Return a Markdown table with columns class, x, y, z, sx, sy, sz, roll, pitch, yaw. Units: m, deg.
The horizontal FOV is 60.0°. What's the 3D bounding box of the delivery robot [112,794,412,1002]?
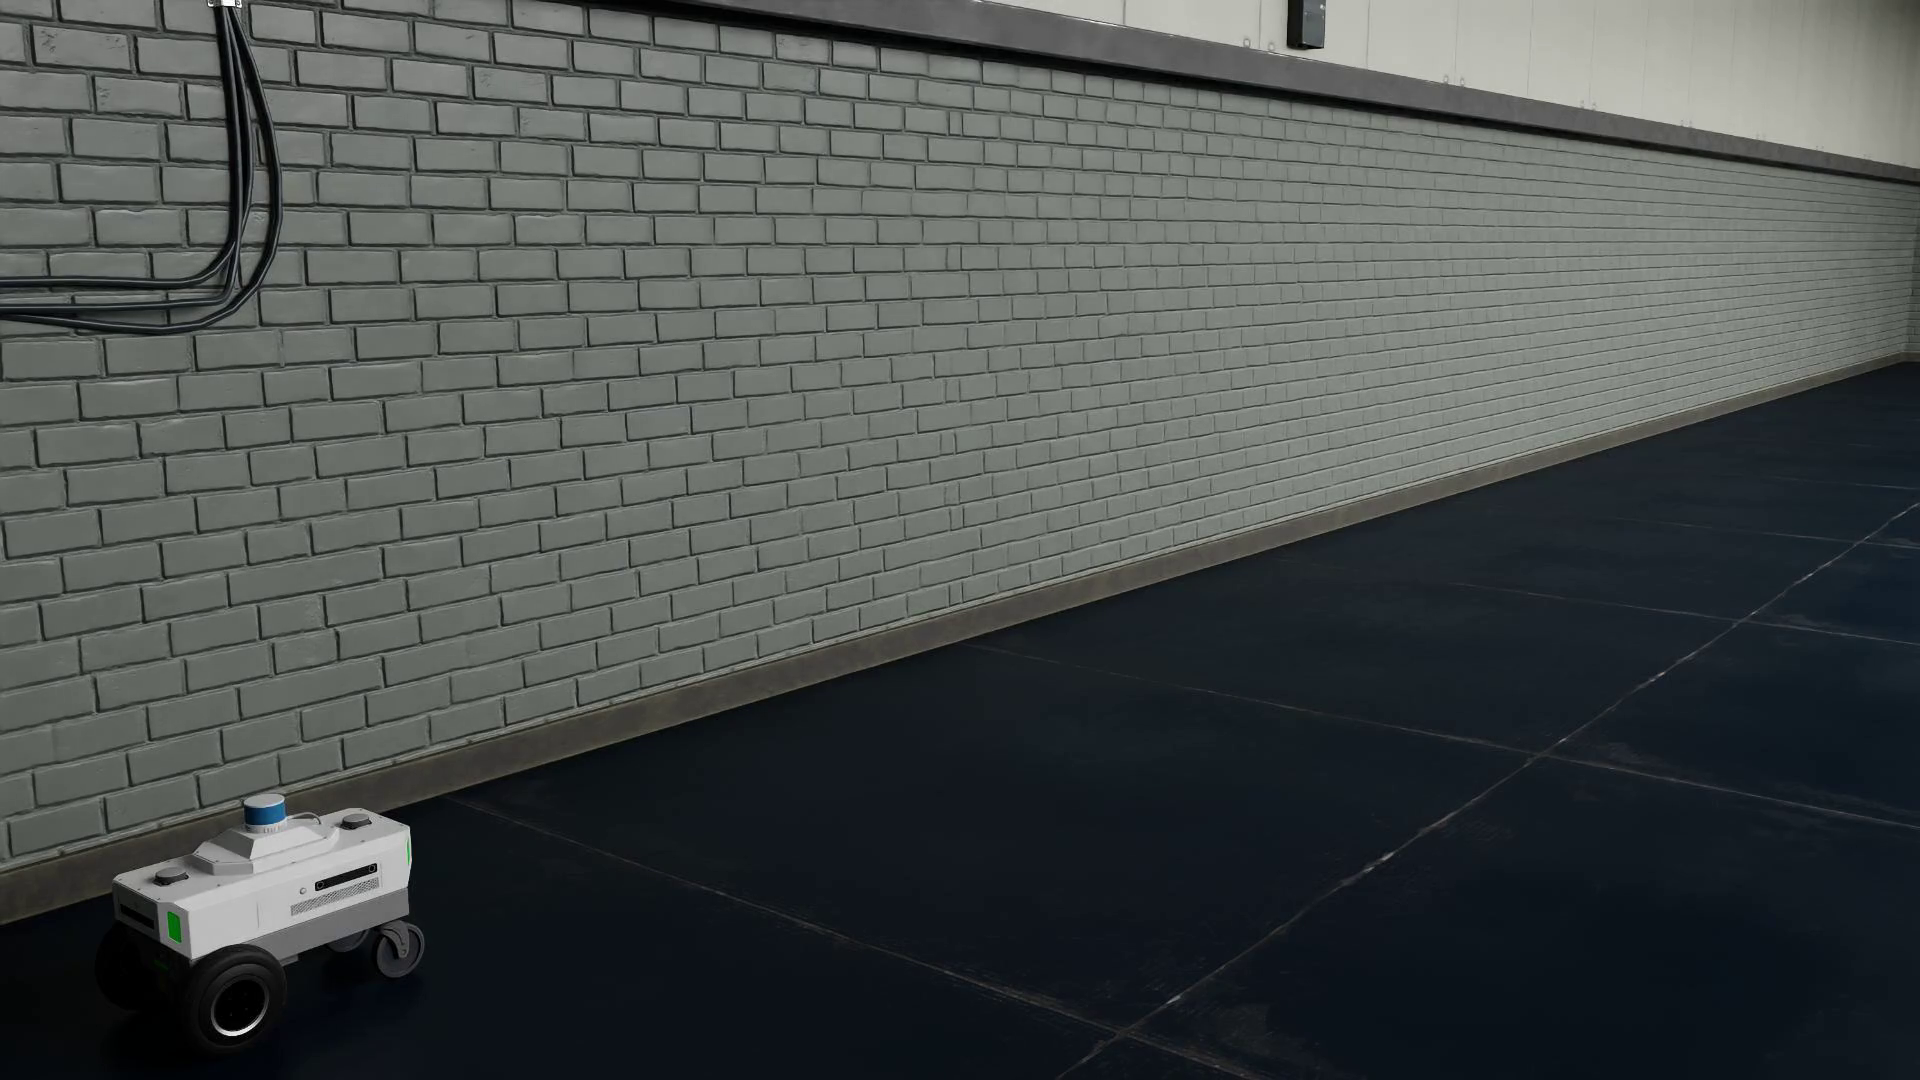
| class | x | y | z | sx | sy | sz | roll | pitch | yaw |
| --- | --- | --- | --- | --- | --- | --- | --- | --- | --- |
| delivery robot | -1.825 | 0.917 | 4.407 | 0.477 | 0.478 | 0.707 | 8 | 13 | 38 |
